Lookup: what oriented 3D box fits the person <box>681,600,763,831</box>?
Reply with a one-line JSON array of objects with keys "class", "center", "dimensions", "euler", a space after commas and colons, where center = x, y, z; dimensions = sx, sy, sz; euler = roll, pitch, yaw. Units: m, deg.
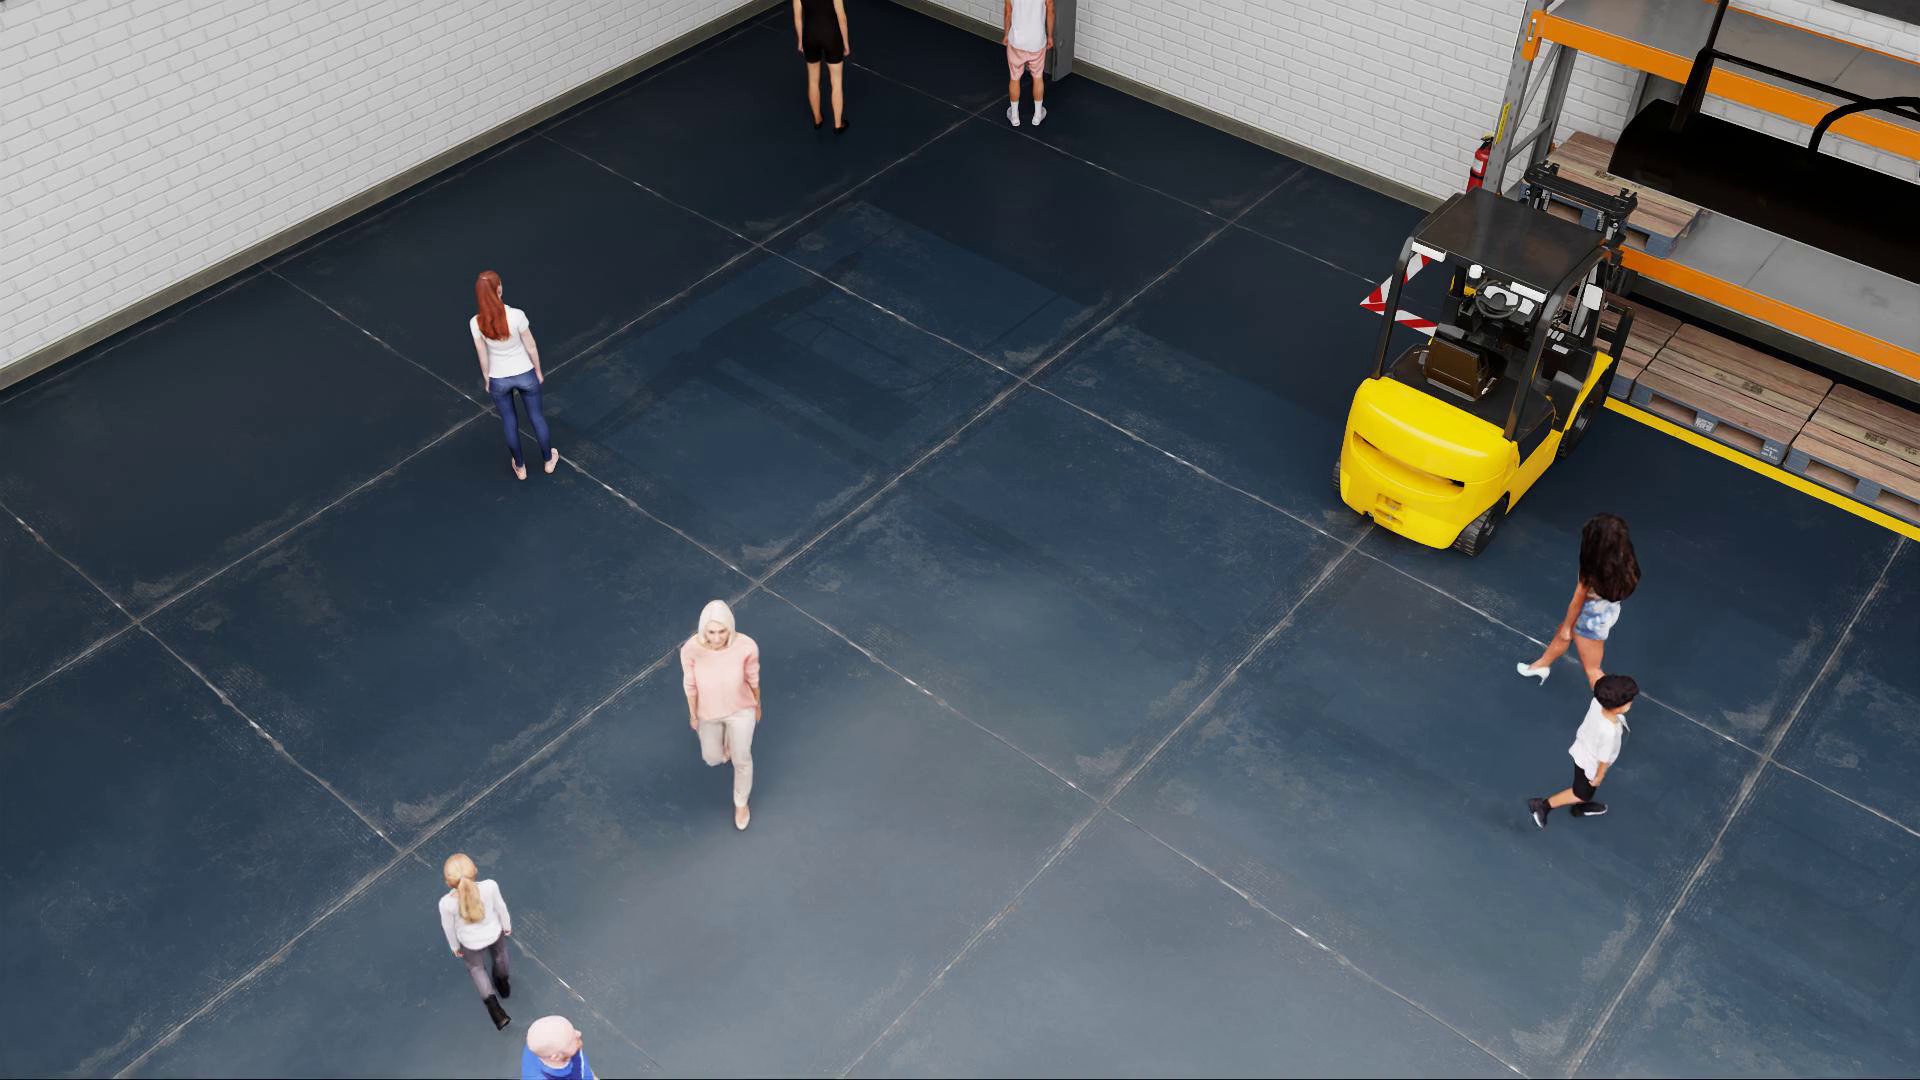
[{"class": "person", "center": [-1.381, 0.930, 9.760], "dimensions": [0.906, 1.713, 0.970], "euler": [-4, 44, -4]}]

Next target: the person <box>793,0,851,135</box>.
[{"class": "person", "center": [-1.298, -4.676, 15.568], "dimensions": [0.666, 1.818, 0.798], "euler": [7, 44, 8]}]

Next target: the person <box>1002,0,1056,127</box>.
[{"class": "person", "center": [0.628, -4.759, 15.679], "dimensions": [0.701, 1.786, 0.785], "euler": [1, 44, 1]}]

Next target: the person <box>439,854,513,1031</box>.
[{"class": "person", "center": [-2.519, 2.137, 8.818], "dimensions": [0.644, 1.264, 0.809], "euler": [-20, 47, -20]}]

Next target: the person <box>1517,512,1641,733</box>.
[{"class": "person", "center": [3.956, 0.562, 10.254], "dimensions": [0.681, 1.565, 1.078], "euler": [-32, 52, -29]}]

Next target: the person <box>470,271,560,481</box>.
[{"class": "person", "center": [-3.215, -1.167, 11.940], "dimensions": [0.655, 1.742, 0.688], "euler": [-11, 45, -11]}]

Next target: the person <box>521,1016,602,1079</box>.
[{"class": "person", "center": [-1.896, 2.794, 7.750], "dimensions": [1.125, 1.787, 1.231], "euler": [-15, 46, -15]}]

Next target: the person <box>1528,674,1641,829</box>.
[{"class": "person", "center": [3.670, 1.252, 9.759], "dimensions": [0.832, 1.248, 0.751], "euler": [0, 44, 0]}]
